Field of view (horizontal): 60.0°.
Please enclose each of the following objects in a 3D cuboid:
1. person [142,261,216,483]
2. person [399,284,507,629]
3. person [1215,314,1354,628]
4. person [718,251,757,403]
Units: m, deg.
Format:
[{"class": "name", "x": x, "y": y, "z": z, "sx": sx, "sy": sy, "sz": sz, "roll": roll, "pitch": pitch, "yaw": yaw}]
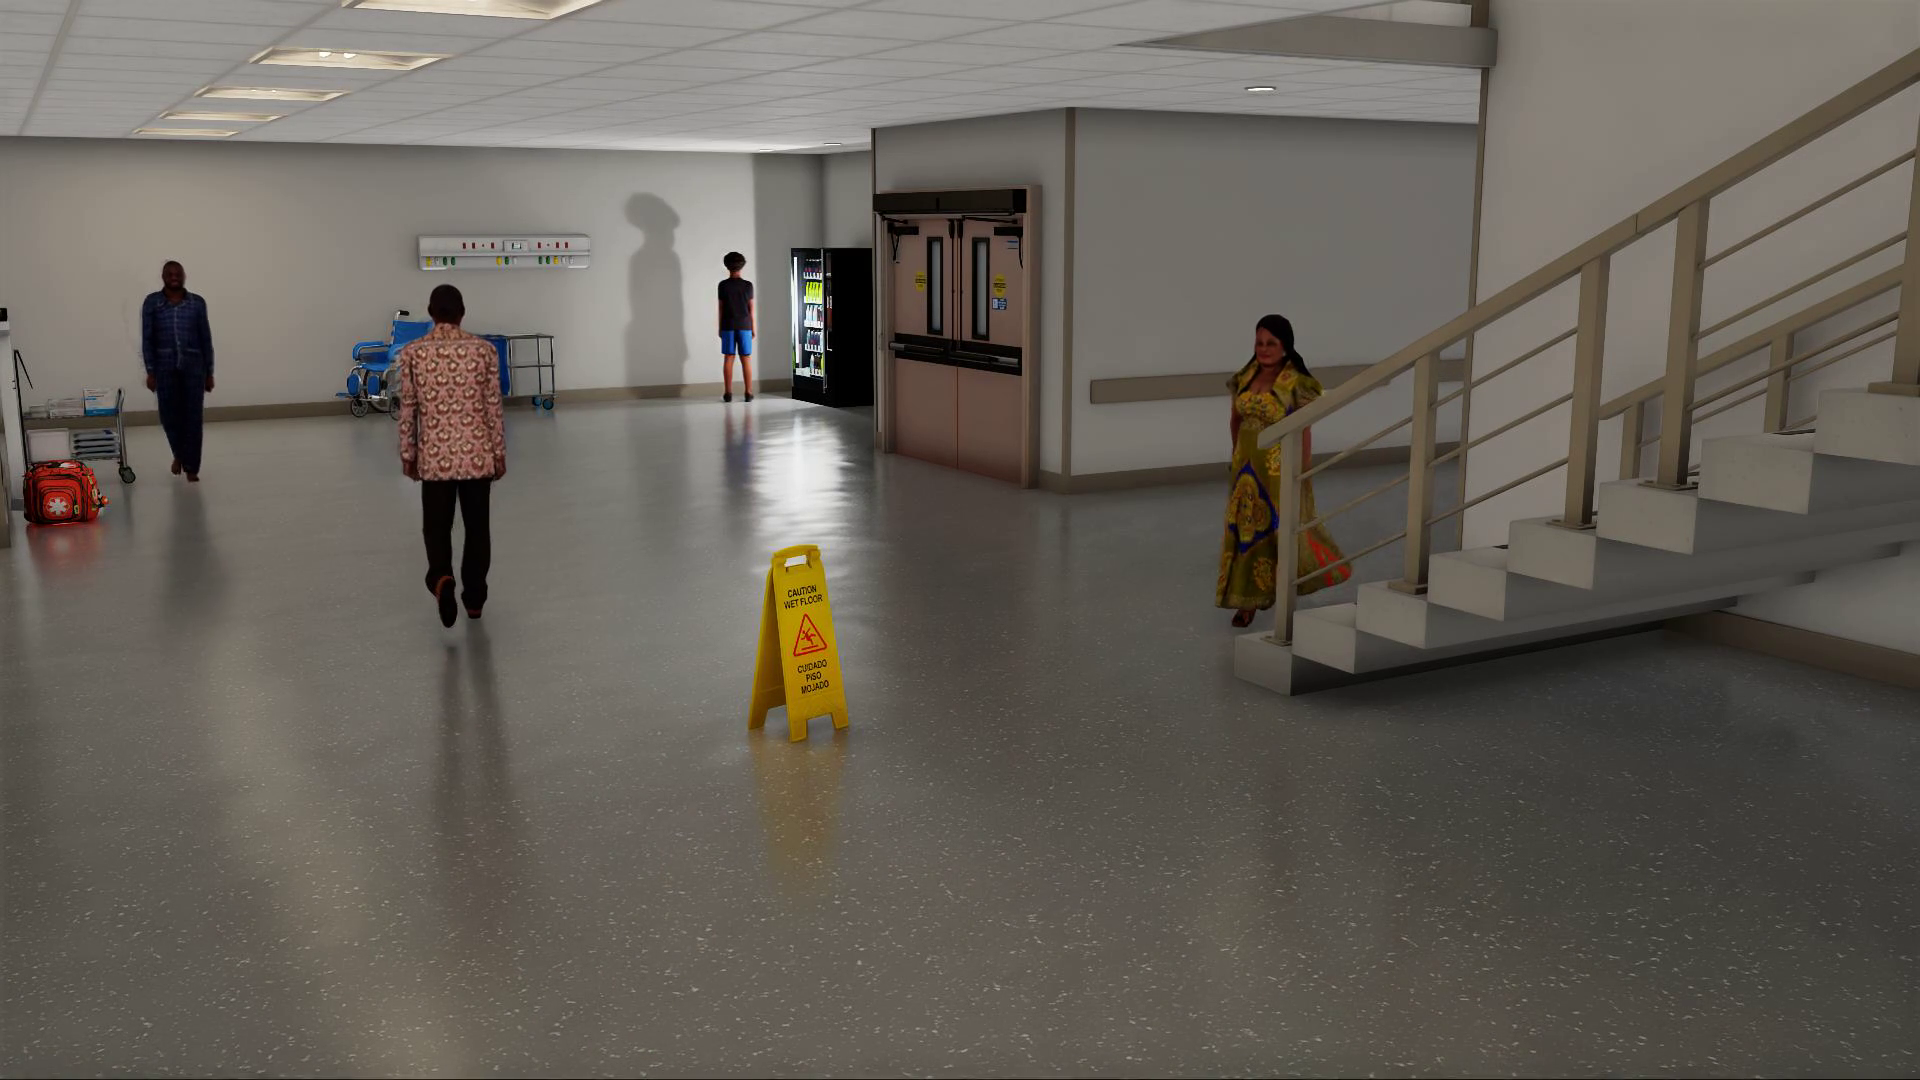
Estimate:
[{"class": "person", "x": -6.473, "y": -1.396, "z": 13.801, "sx": 0.688, "sy": 1.811, "sz": 0.667, "roll": -5, "pitch": 12, "yaw": -26}, {"class": "person", "x": -2.640, "y": -0.418, "z": 8.709, "sx": 0.818, "sy": 1.786, "sz": 1.051, "roll": -3, "pitch": 11, "yaw": -17}, {"class": "person", "x": 1.683, "y": -0.366, "z": 8.838, "sx": 1.240, "sy": 1.637, "sz": 1.154, "roll": 8, "pitch": 13, "yaw": 35}, {"class": "person", "x": -2.691, "y": -2.571, "z": 20.036, "sx": 0.675, "sy": 1.794, "sz": 0.674, "roll": -1, "pitch": 11, "yaw": -7}]
